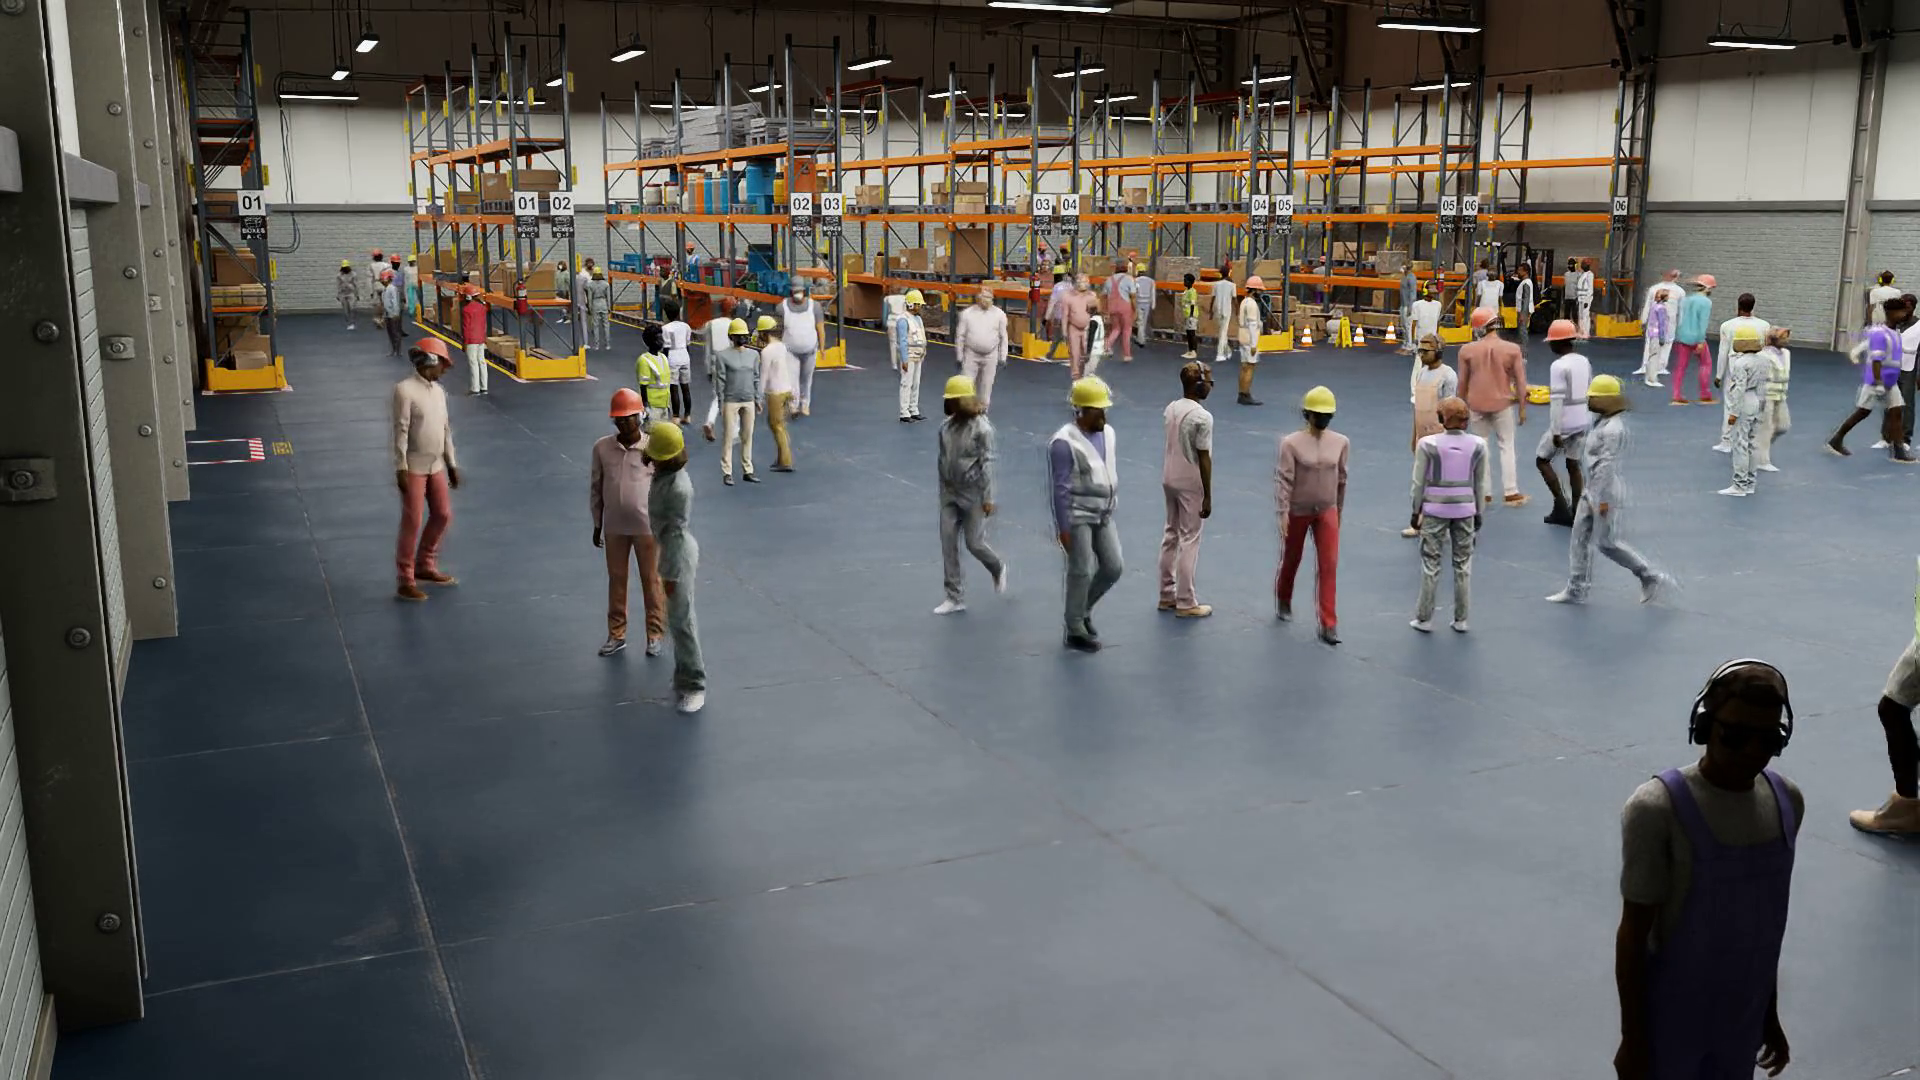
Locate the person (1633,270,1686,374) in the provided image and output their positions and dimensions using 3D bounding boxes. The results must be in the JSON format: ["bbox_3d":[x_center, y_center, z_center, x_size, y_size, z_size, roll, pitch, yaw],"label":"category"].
[{"bbox_3d":[12.515,-3.878,29.717,0.794,1.868,0.498,7,13,32],"label":"person"}]

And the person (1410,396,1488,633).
[{"bbox_3d":[3.352,-0.165,11.414,0.517,1.636,0.312,0,11,-2],"label":"person"}]

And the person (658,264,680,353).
[{"bbox_3d":[-5.971,-4.734,34.144,0.408,1.831,0.573,-9,14,-38],"label":"person"}]

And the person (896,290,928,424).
[{"bbox_3d":[-0.655,-2.507,22.839,0.403,1.824,0.591,5,12,22],"label":"person"}]

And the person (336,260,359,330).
[{"bbox_3d":[-15.101,-6.022,40.945,0.506,1.716,0.697,-1,11,-5],"label":"person"}]

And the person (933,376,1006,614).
[{"bbox_3d":[0.064,-0.339,12.051,0.492,1.721,0.616,8,14,37],"label":"person"}]

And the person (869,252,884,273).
[{"bbox_3d":[-2.161,-6.979,45.499,0.627,1.846,0.429,-8,13,-34],"label":"person"}]

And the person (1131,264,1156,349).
[{"bbox_3d":[3.822,-5.007,35.607,0.625,1.785,0.902,-4,12,-20],"label":"person"}]

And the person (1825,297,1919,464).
[{"bbox_3d":[10.707,-1.878,19.401,0.618,1.928,1.004,-8,14,-35],"label":"person"}]

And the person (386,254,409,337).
[{"bbox_3d":[-13.093,-5.675,38.676,0.400,1.928,0.542,6,13,28],"label":"person"}]

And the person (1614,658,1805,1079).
[{"bbox_3d":[1.816,1.175,4.069,0.506,1.843,0.351,-4,12,-19],"label":"person"}]

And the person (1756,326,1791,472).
[{"bbox_3d":[9.065,-1.576,18.579,0.538,1.625,0.389,-7,13,-31],"label":"person"}]

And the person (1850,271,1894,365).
[{"bbox_3d":[17.016,-4.087,30.887,0.634,1.821,0.641,-5,12,-23],"label":"person"}]

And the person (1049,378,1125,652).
[{"bbox_3d":[0.837,-0.165,10.942,0.429,1.813,0.613,10,15,42],"label":"person"}]

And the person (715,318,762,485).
[{"bbox_3d":[-2.349,-1.471,17.709,0.522,1.768,0.311,-8,14,-34],"label":"person"}]

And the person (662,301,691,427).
[{"bbox_3d":[-3.852,-2.385,22.532,0.321,1.695,0.529,7,13,32],"label":"person"}]

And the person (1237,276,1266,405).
[{"bbox_3d":[4.394,-3.004,25.065,0.377,1.933,0.551,-1,11,-5],"label":"person"}]

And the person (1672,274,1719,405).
[{"bbox_3d":[11.113,-2.998,24.981,0.829,1.951,0.623,-3,12,-15],"label":"person"}]

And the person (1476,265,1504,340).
[{"bbox_3d":[10.478,-4.508,32.942,0.507,1.847,0.345,3,11,13],"label":"person"}]

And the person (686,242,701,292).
[{"bbox_3d":[-7.817,-7.626,48.279,0.614,2.042,0.373,6,13,28],"label":"person"}]

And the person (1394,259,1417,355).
[{"bbox_3d":[9.112,-4.738,33.868,0.359,1.938,0.632,0,11,2],"label":"person"}]

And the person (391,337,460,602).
[{"bbox_3d":[-4.064,-0.538,12.514,0.394,1.952,0.688,3,12,15],"label":"person"}]

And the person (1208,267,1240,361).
[{"bbox_3d":[5.242,-4.449,32.705,0.609,1.811,0.928,7,13,33],"label":"person"}]

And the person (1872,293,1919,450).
[{"bbox_3d":[11.446,-2.032,20.199,0.398,1.911,0.587,-6,13,-28],"label":"person"}]

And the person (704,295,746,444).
[{"bbox_3d":[-2.922,-2.096,20.629,0.597,1.866,0.591,4,12,19],"label":"person"}]

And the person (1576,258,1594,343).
[{"bbox_3d":[13.913,-5.340,37.069,0.355,1.885,0.574,1,11,4],"label":"person"}]

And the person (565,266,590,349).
[{"bbox_3d":[-8.092,-4.970,35.224,0.513,1.872,0.328,-1,11,-8],"label":"person"}]

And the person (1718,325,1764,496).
[{"bbox_3d":[8.001,-1.323,17.016,0.490,1.741,0.323,-10,15,-41],"label":"person"}]

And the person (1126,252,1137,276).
[{"bbox_3d":[4.964,-7.417,47.954,0.329,1.752,0.563,-2,11,-8],"label":"person"}]

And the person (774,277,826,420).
[{"bbox_3d":[-2.244,-2.725,23.381,0.696,2.000,1.008,-2,11,-11],"label":"person"}]

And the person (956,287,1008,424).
[{"bbox_3d":[0.304,-2.511,22.731,0.695,1.883,0.417,0,11,1],"label":"person"}]

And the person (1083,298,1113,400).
[{"bbox_3d":[1.987,-2.766,24.637,0.499,1.625,0.530,2,11,8],"label":"person"}]

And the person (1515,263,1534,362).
[{"bbox_3d":[10.895,-4.394,32.172,0.387,1.919,0.594,2,11,12],"label":"person"}]

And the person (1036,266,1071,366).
[{"bbox_3d":[1.854,-4.239,31.496,0.966,1.872,0.599,6,12,26],"label":"person"}]

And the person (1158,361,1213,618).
[{"bbox_3d":[1.627,-0.356,11.877,0.344,1.839,0.501,-6,13,-29],"label":"person"}]

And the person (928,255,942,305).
[{"bbox_3d":[-0.728,-7.851,50.515,0.498,1.616,0.466,6,13,28],"label":"person"}]
